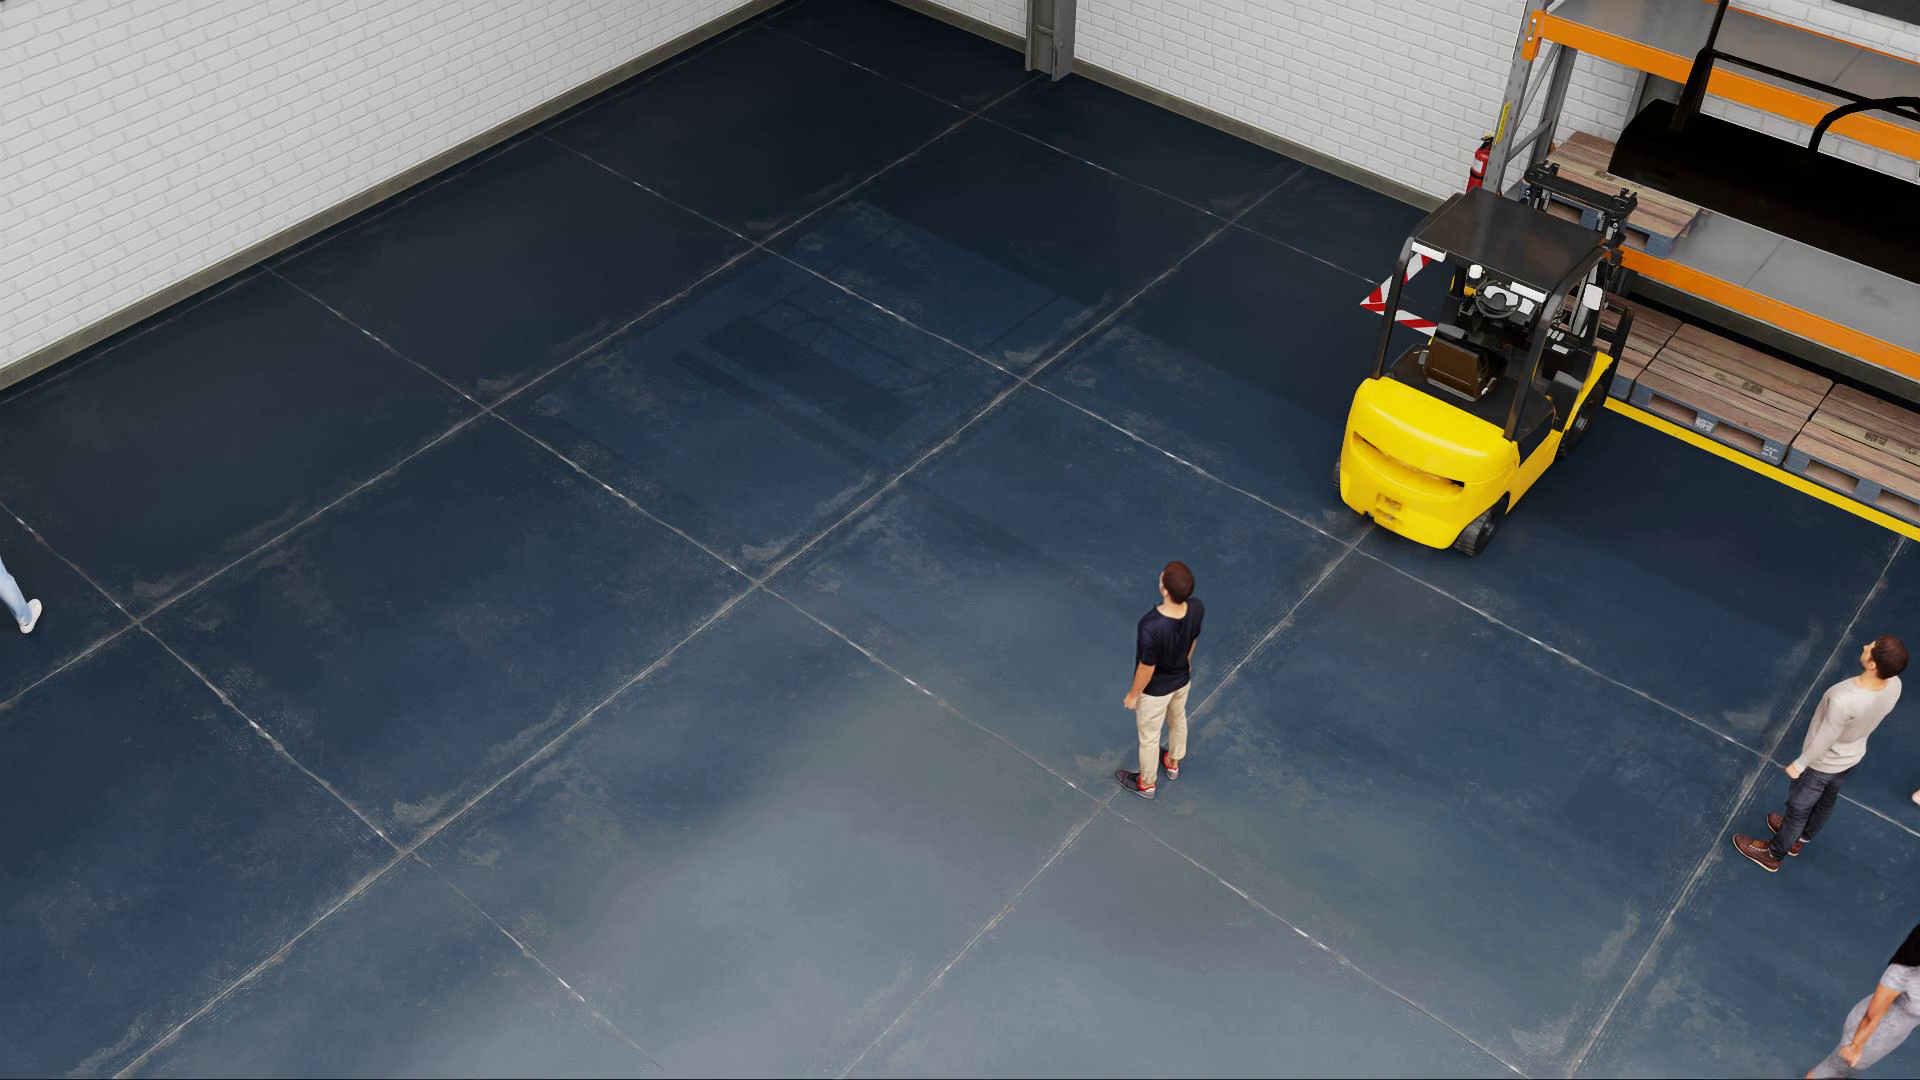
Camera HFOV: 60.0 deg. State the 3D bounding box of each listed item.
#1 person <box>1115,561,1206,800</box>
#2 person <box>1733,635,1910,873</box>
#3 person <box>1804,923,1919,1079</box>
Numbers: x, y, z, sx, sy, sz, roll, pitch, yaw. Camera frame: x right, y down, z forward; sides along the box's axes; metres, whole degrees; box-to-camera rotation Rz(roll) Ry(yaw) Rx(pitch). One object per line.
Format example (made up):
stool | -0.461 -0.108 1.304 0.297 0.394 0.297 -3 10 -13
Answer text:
person | 1.200 0.823 9.767 0.671 1.860 0.581 -30 51 -28
person | 4.897 1.210 9.354 0.723 1.868 0.696 -21 48 -21
person | 4.495 2.401 8.167 0.653 1.781 0.649 -20 47 -20
